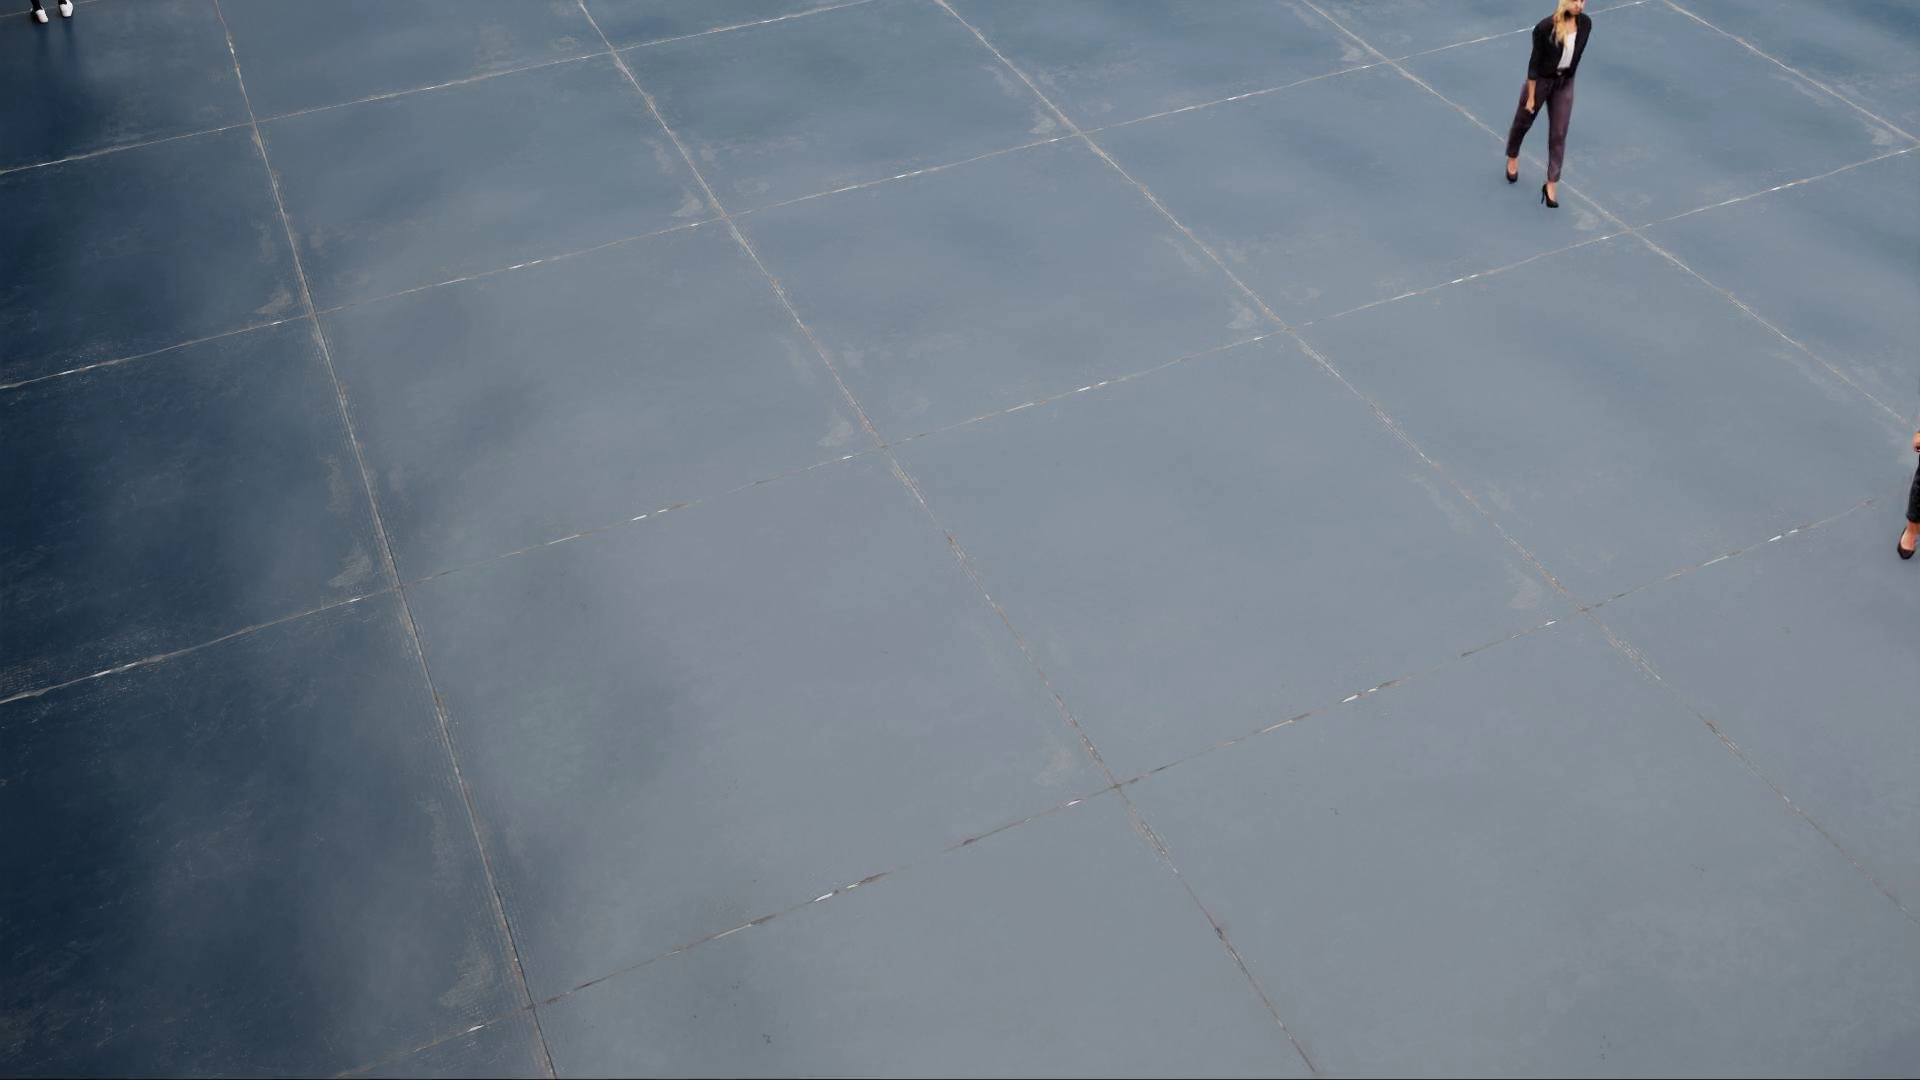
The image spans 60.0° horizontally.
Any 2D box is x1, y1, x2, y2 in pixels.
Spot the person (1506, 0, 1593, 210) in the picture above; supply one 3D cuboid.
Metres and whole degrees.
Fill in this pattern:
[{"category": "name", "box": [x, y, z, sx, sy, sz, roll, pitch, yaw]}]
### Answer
[{"category": "person", "box": [4.261, -3.326, 12.197, 0.790, 1.642, 1.043, -4, 42, -4]}]
